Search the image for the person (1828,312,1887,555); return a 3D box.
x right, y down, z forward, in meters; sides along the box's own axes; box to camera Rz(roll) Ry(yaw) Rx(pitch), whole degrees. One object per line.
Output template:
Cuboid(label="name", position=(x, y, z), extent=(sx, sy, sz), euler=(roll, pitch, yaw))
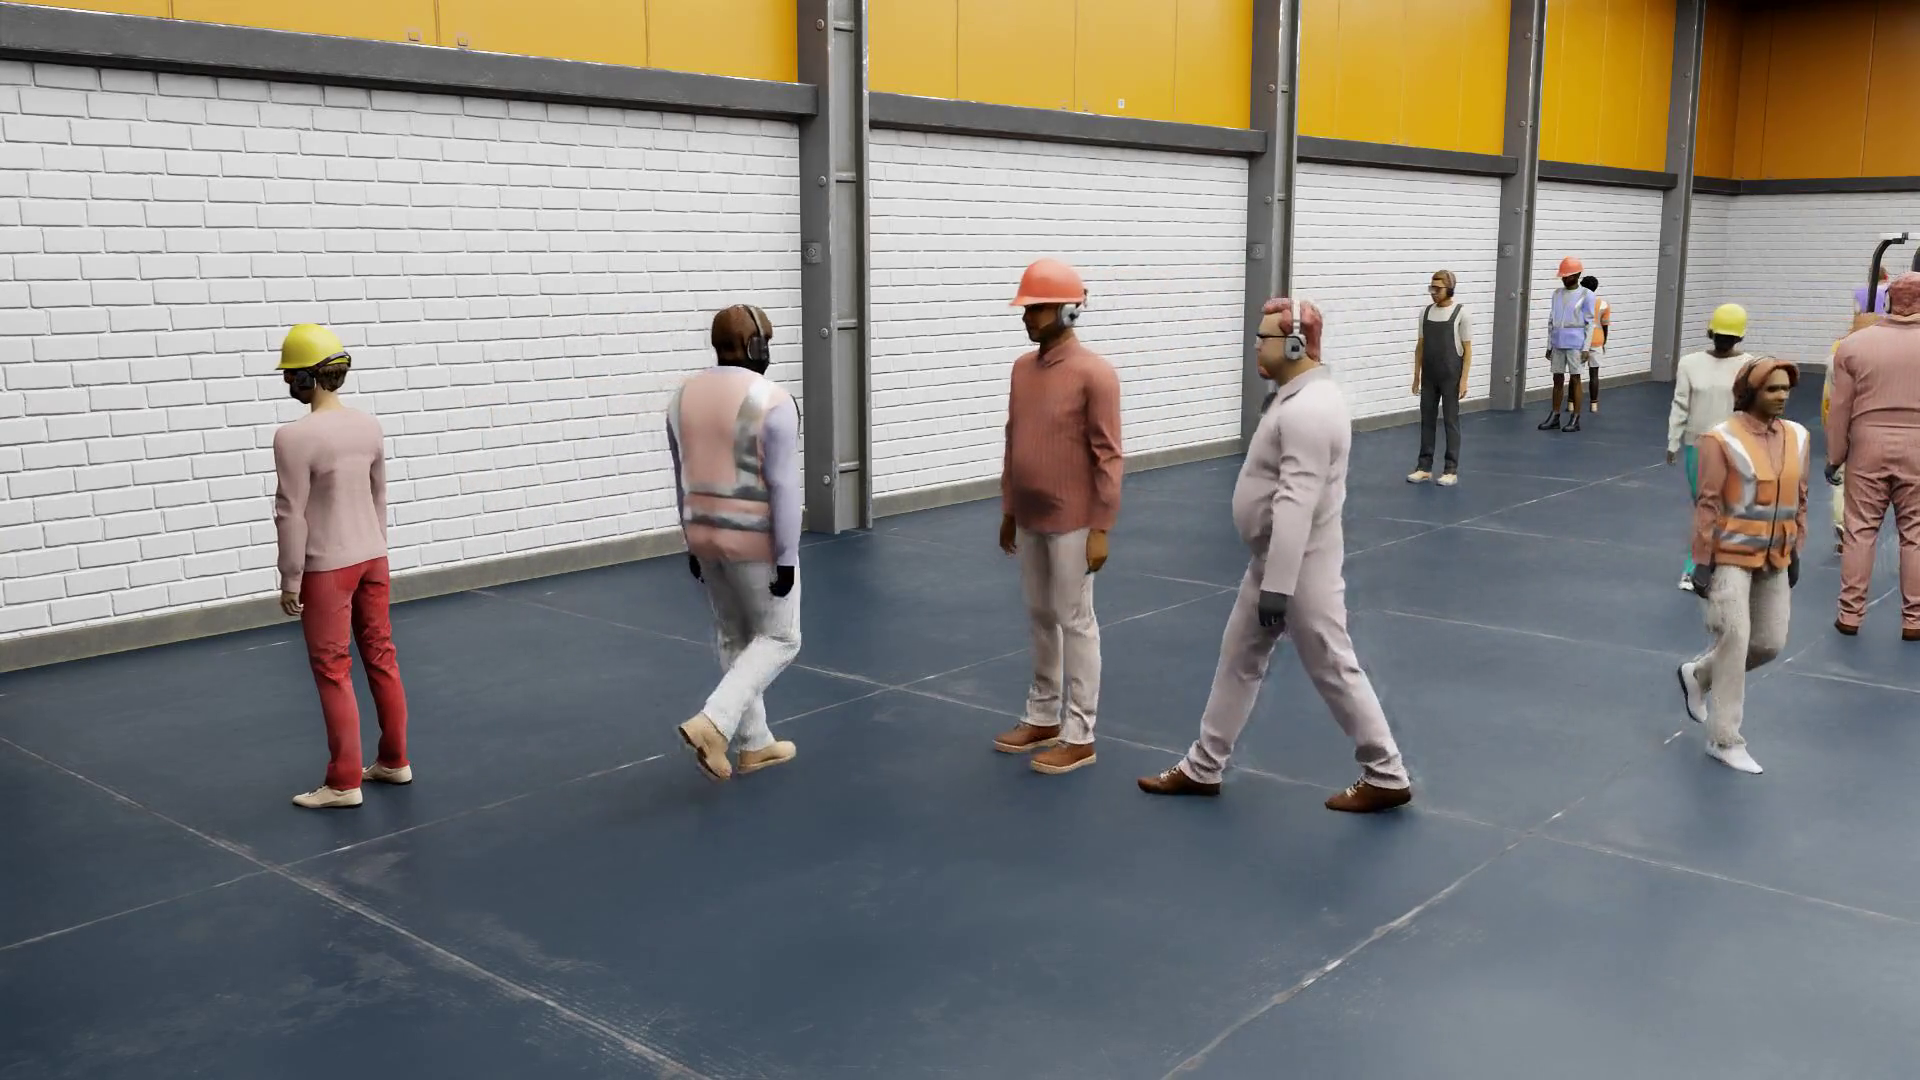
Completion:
Cuboid(label="person", position=(5.894, -0.686, 10.923), extent=(0.421, 1.614, 0.494), euler=(-6, 12, -33))

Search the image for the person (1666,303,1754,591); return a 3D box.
Cuboid(label="person", position=(4.602, -0.583, 10.076), extent=(0.537, 1.706, 0.868), euler=(9, 14, 43))

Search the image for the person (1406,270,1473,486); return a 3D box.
Cuboid(label="person", position=(4.123, -1.387, 14.264), extent=(0.325, 1.842, 0.513), euler=(-9, 14, -43))

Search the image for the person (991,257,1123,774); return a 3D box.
Cuboid(label="person", position=(0.359, -0.096, 6.488), extent=(0.396, 1.990, 0.622), euler=(-7, 12, -34))

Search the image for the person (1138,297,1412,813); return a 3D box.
Cuboid(label="person", position=(1.188, 0.070, 5.952), extent=(0.984, 1.860, 0.664), euler=(1, 10, 6))

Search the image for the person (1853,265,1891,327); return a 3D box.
Cuboid(label="person", position=(11.945, -2.678, 21.708), extent=(0.591, 1.816, 0.803), euler=(7, 12, 36))

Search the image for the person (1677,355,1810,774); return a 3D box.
Cuboid(label="person", position=(3.078, 0.071, 6.611), extent=(0.518, 1.627, 0.569), euler=(-3, 10, -17))

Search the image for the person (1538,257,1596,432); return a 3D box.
Cuboid(label="person", position=(6.724, -2.157, 18.412), extent=(0.381, 1.927, 0.542), euler=(-7, 12, -35))

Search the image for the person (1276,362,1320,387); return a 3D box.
Cuboid(label="person", position=(2.241, -0.719, 11.103), extent=(0.309, 1.624, 0.492), euler=(-3, 10, -15))

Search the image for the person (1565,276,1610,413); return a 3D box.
Cuboid(label="person", position=(7.734, -2.414, 20.556), extent=(0.540, 1.693, 0.318), euler=(3, 10, 16))

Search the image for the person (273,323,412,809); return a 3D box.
Cuboid(label="person", position=(-2.294, 0.095, 6.083), extent=(0.349, 1.758, 0.521), euler=(4, 11, 20))

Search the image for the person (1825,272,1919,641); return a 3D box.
Cuboid(label="person", position=(4.867, -0.433, 8.658), extent=(0.652, 1.904, 0.402), euler=(6, 12, 30))

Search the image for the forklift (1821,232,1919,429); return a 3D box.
Cuboid(label="forklift", position=(9.955, -1.972, 16.595), extent=(2.313, 2.155, 1.214), euler=(1, 10, 8))

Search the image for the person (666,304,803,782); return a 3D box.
Cuboid(label="person", position=(-0.858, 0.030, 6.262), extent=(0.622, 1.823, 0.608), euler=(7, 12, 35))
